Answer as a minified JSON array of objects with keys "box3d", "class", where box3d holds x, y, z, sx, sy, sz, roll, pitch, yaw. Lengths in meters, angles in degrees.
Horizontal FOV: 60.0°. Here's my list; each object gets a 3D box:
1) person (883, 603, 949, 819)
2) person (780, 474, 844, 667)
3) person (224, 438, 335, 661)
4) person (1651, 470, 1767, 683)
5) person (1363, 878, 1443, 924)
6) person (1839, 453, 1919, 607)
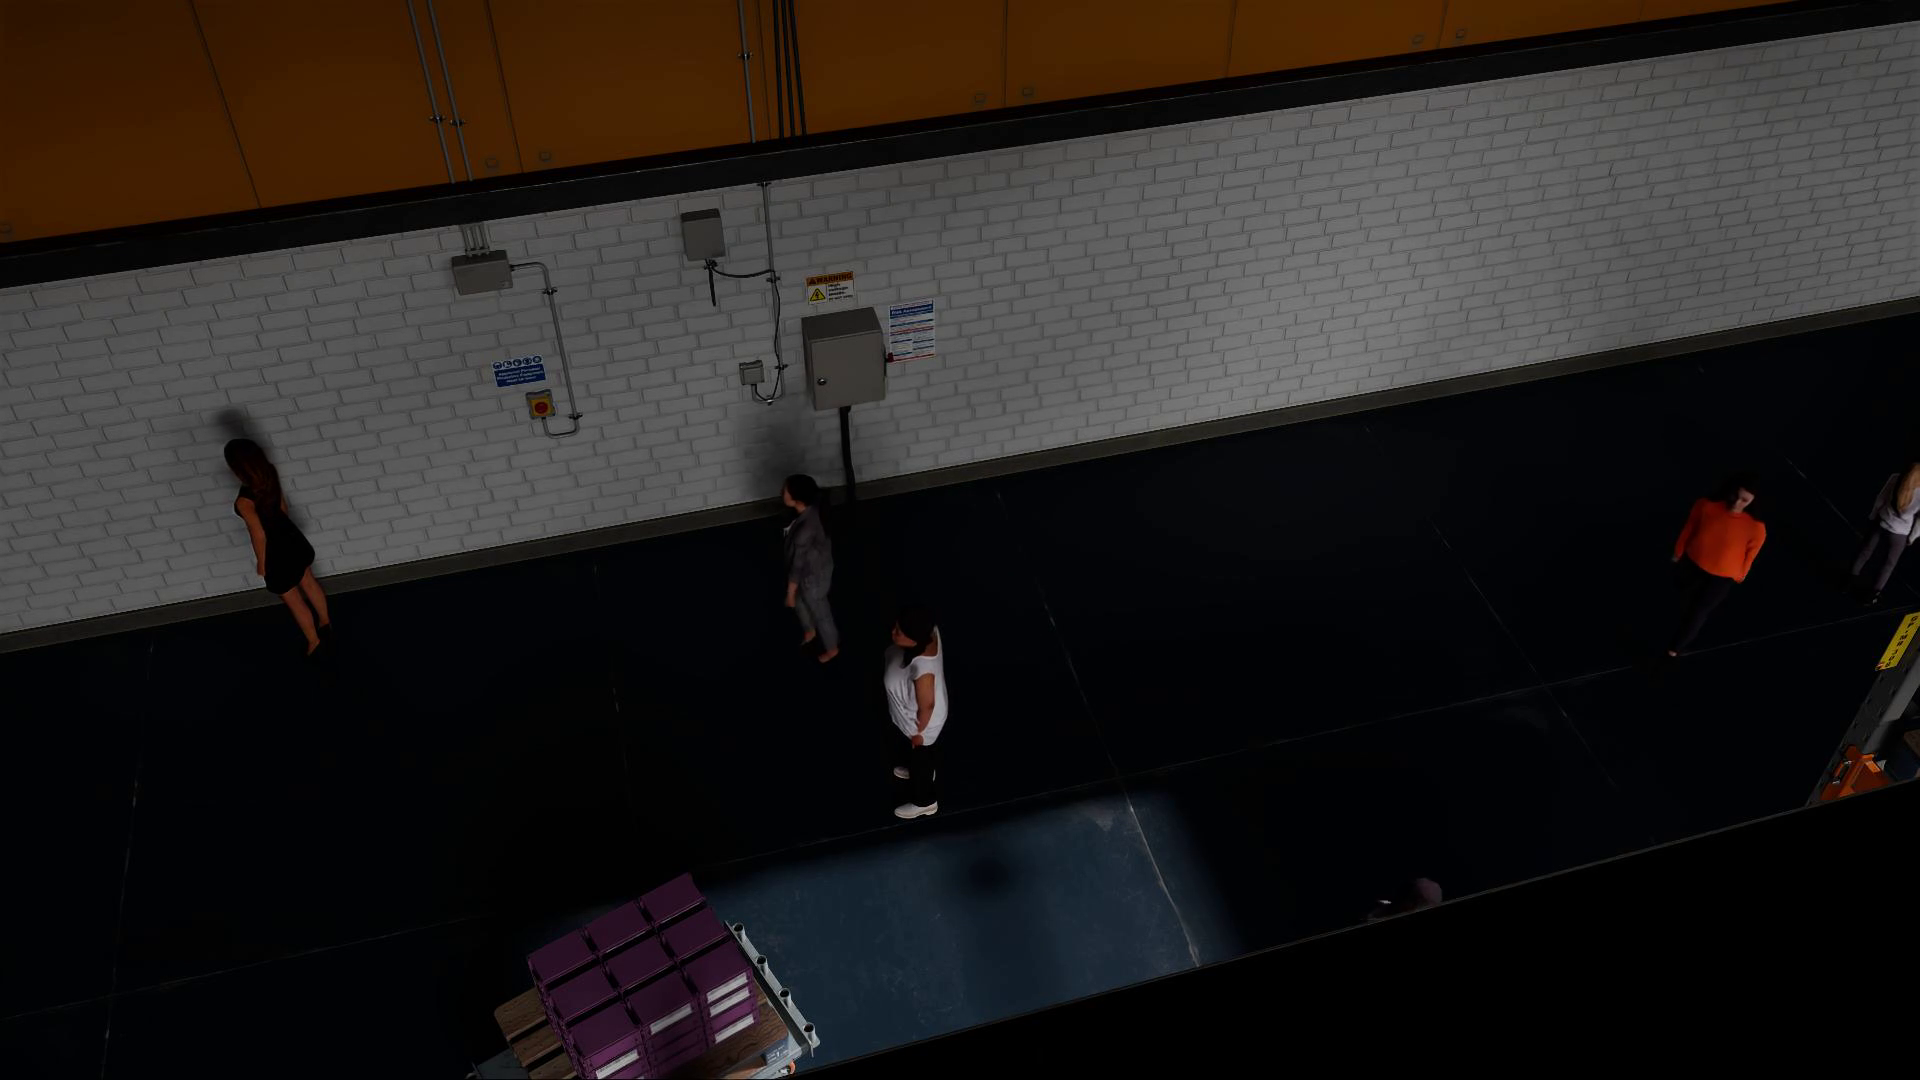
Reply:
[{"box3d":[-0.270,0.988,9.828,0.778,1.686,0.629,0,44,0],"class":"person"},{"box3d":[-0.862,0.232,10.638,0.788,1.664,0.672,5,44,5],"class":"person"},{"box3d":[-4.366,0.066,10.687,0.715,1.836,0.593,7,44,7],"class":"person"},{"box3d":[4.869,0.134,10.706,1.044,1.711,1.149,-30,51,-28],"class":"person"},{"box3d":[2.112,2.316,8.438,0.979,1.679,1.082,-32,52,-29],"class":"person"},{"box3d":[6.303,-0.088,11.253,0.609,1.279,0.515,-25,49,-24],"class":"person"}]
